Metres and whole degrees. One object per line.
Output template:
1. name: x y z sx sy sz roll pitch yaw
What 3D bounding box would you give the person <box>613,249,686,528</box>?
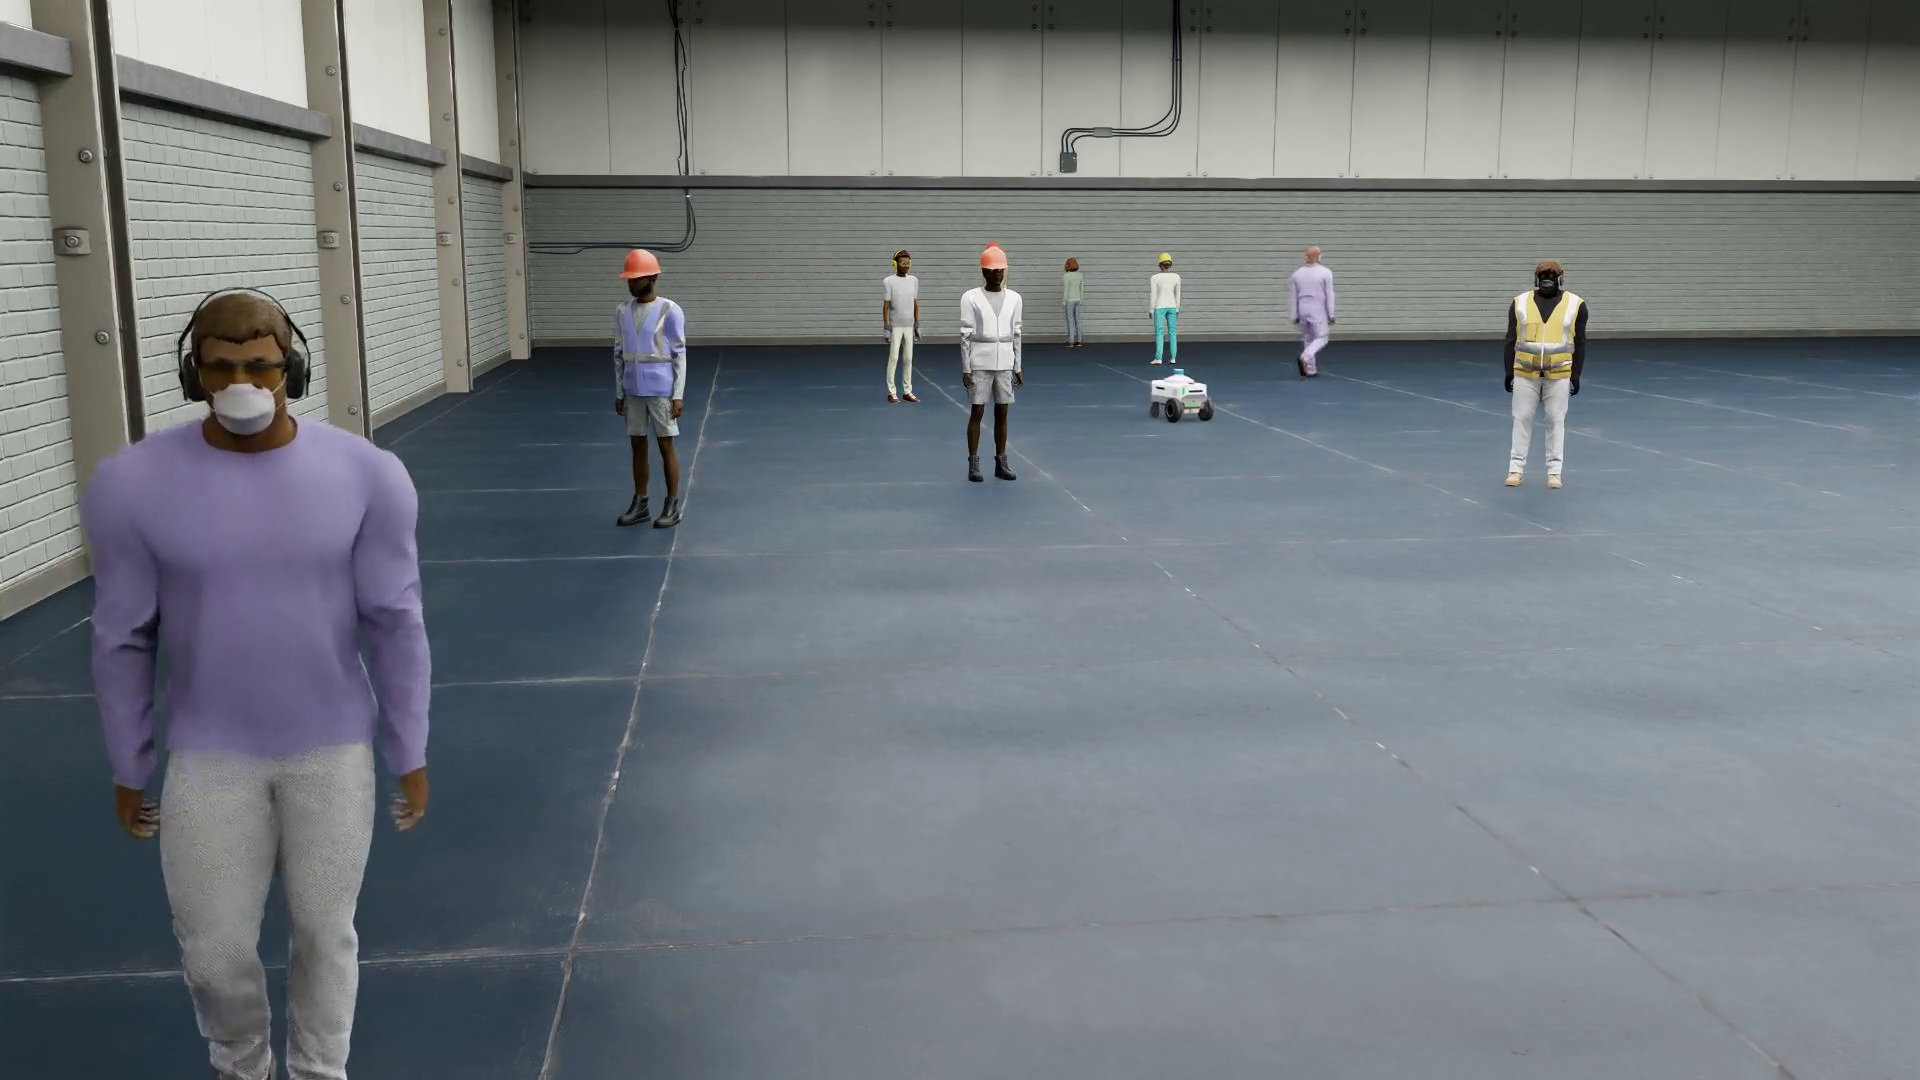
1. person: -2.179 -1.043 11.582 0.551 1.932 0.377 4 11 22

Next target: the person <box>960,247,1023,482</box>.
1. person: 0.272 -1.453 13.819 0.543 1.939 0.359 -4 11 -19

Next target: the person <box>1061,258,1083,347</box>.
1. person: 2.075 -4.395 30.786 0.507 1.631 0.270 -9 14 -41

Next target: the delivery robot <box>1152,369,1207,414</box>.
1. delivery robot: 2.423 -1.649 18.421 0.477 0.478 0.707 -5 11 -24

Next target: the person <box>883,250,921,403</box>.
1. person: -0.709 -2.602 20.337 0.516 1.865 0.312 -7 13 -35

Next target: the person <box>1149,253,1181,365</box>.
1. person: 3.248 -3.664 26.416 0.522 1.769 0.310 -3 11 -17

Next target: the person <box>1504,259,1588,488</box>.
1. person: 4.718 -1.339 13.463 0.625 1.844 0.429 4 11 22

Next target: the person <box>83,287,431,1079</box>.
1. person: -1.417 0.448 3.434 0.647 1.922 0.434 -5 11 -24

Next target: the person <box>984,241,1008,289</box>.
1. person: 0.559 -4.009 27.819 0.342 1.942 0.552 9 13 39

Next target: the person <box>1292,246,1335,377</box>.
1. person: 5.021 -3.243 23.756 0.717 1.885 0.652 -10 14 -43
